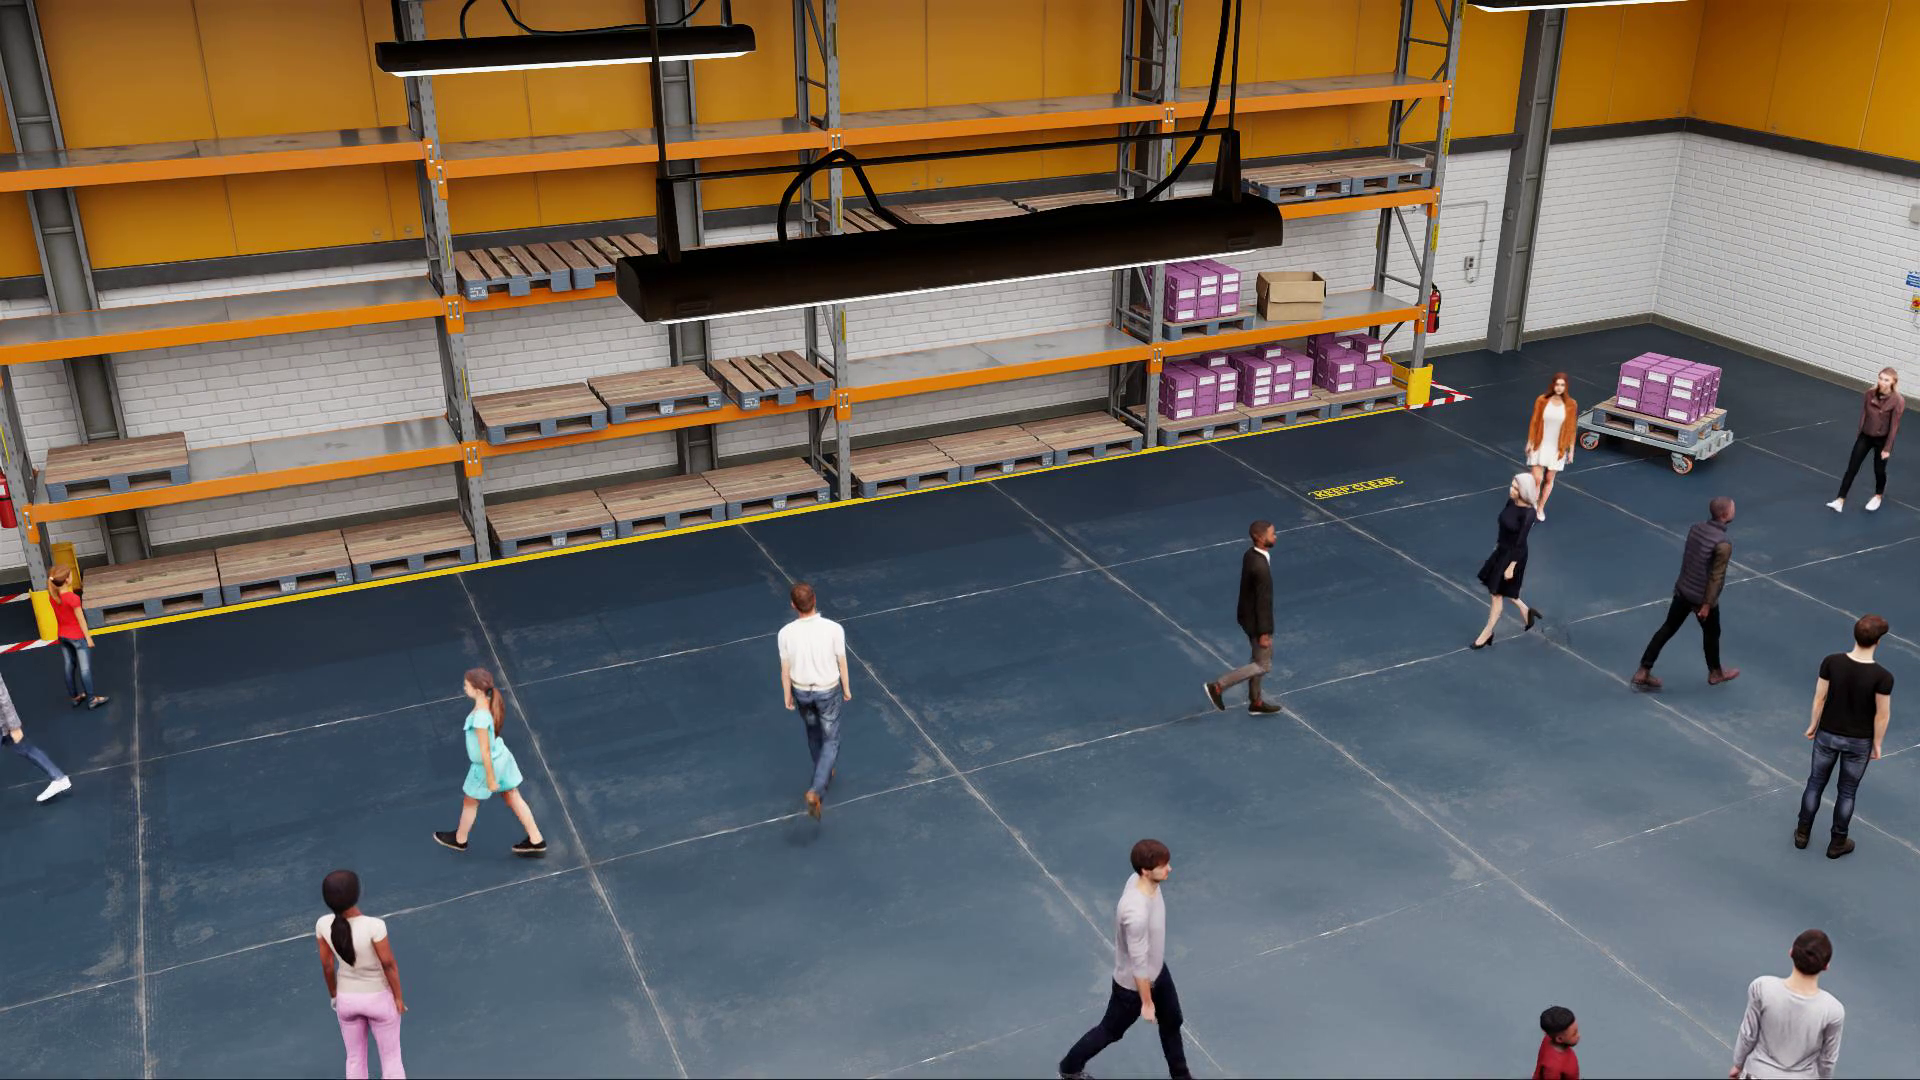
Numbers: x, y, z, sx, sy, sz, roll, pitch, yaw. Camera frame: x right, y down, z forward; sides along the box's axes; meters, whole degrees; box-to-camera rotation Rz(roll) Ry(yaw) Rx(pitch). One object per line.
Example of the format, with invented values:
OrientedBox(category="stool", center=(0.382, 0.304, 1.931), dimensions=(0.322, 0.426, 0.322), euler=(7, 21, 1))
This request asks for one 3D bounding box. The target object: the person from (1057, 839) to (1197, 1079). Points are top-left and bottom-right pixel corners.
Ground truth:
OrientedBox(category="person", center=(0.945, 2.525, 9.671), dimensions=(1.254, 1.794, 1.200), euler=(8, 25, 18))

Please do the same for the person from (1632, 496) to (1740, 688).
OrientedBox(category="person", center=(6.249, 0.504, 14.313), dimensions=(1.294, 1.779, 0.917), euler=(-4, 24, -9))

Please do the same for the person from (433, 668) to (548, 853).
OrientedBox(category="person", center=(-3.326, 1.641, 12.043), dimensions=(1.127, 1.515, 0.914), euler=(2, 24, 6))

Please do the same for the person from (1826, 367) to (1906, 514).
OrientedBox(category="person", center=(9.998, -1.072, 18.074), dimensions=(1.123, 1.654, 0.740), euler=(-15, 28, -31))

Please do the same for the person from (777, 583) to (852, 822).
OrientedBox(category="person", center=(-1.105, 1.233, 12.594), dimensions=(1.191, 1.821, 1.121), euler=(3, 24, 6))

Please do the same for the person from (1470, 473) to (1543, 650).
OrientedBox(category="person", center=(5.028, 0.206, 15.057), dimensions=(0.960, 1.730, 0.760), euler=(-2, 24, -5))

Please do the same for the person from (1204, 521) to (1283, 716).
OrientedBox(category="person", center=(2.396, 0.689, 13.879), dimensions=(1.046, 1.789, 0.907), euler=(0, 24, 1))

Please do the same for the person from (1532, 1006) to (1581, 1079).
OrientedBox(category="person", center=(3.137, 3.072, 9.111), dimensions=(0.902, 1.241, 0.869), euler=(9, 25, 20))

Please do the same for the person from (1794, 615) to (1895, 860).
OrientedBox(category="person", center=(6.418, 1.421, 12.069), dimensions=(0.747, 1.897, 0.730), euler=(19, 30, 36))

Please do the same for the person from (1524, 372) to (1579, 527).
OrientedBox(category="person", center=(6.344, -1.027, 17.909), dimensions=(0.864, 1.704, 0.920), euler=(7, 25, 15))

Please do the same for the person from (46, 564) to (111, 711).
OrientedBox(category="person", center=(-7.572, 0.823, 14.172), dimensions=(0.551, 1.308, 0.611), euler=(8, 25, 17))

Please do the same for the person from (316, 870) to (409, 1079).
OrientedBox(category="person", center=(-3.399, 2.628, 9.500), dimensions=(0.612, 1.742, 0.719), euler=(2, 24, 5))

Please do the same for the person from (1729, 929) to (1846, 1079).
OrientedBox(category="person", center=(4.358, 2.866, 8.826), dimensions=(0.705, 1.847, 0.715), euler=(15, 27, 30))
